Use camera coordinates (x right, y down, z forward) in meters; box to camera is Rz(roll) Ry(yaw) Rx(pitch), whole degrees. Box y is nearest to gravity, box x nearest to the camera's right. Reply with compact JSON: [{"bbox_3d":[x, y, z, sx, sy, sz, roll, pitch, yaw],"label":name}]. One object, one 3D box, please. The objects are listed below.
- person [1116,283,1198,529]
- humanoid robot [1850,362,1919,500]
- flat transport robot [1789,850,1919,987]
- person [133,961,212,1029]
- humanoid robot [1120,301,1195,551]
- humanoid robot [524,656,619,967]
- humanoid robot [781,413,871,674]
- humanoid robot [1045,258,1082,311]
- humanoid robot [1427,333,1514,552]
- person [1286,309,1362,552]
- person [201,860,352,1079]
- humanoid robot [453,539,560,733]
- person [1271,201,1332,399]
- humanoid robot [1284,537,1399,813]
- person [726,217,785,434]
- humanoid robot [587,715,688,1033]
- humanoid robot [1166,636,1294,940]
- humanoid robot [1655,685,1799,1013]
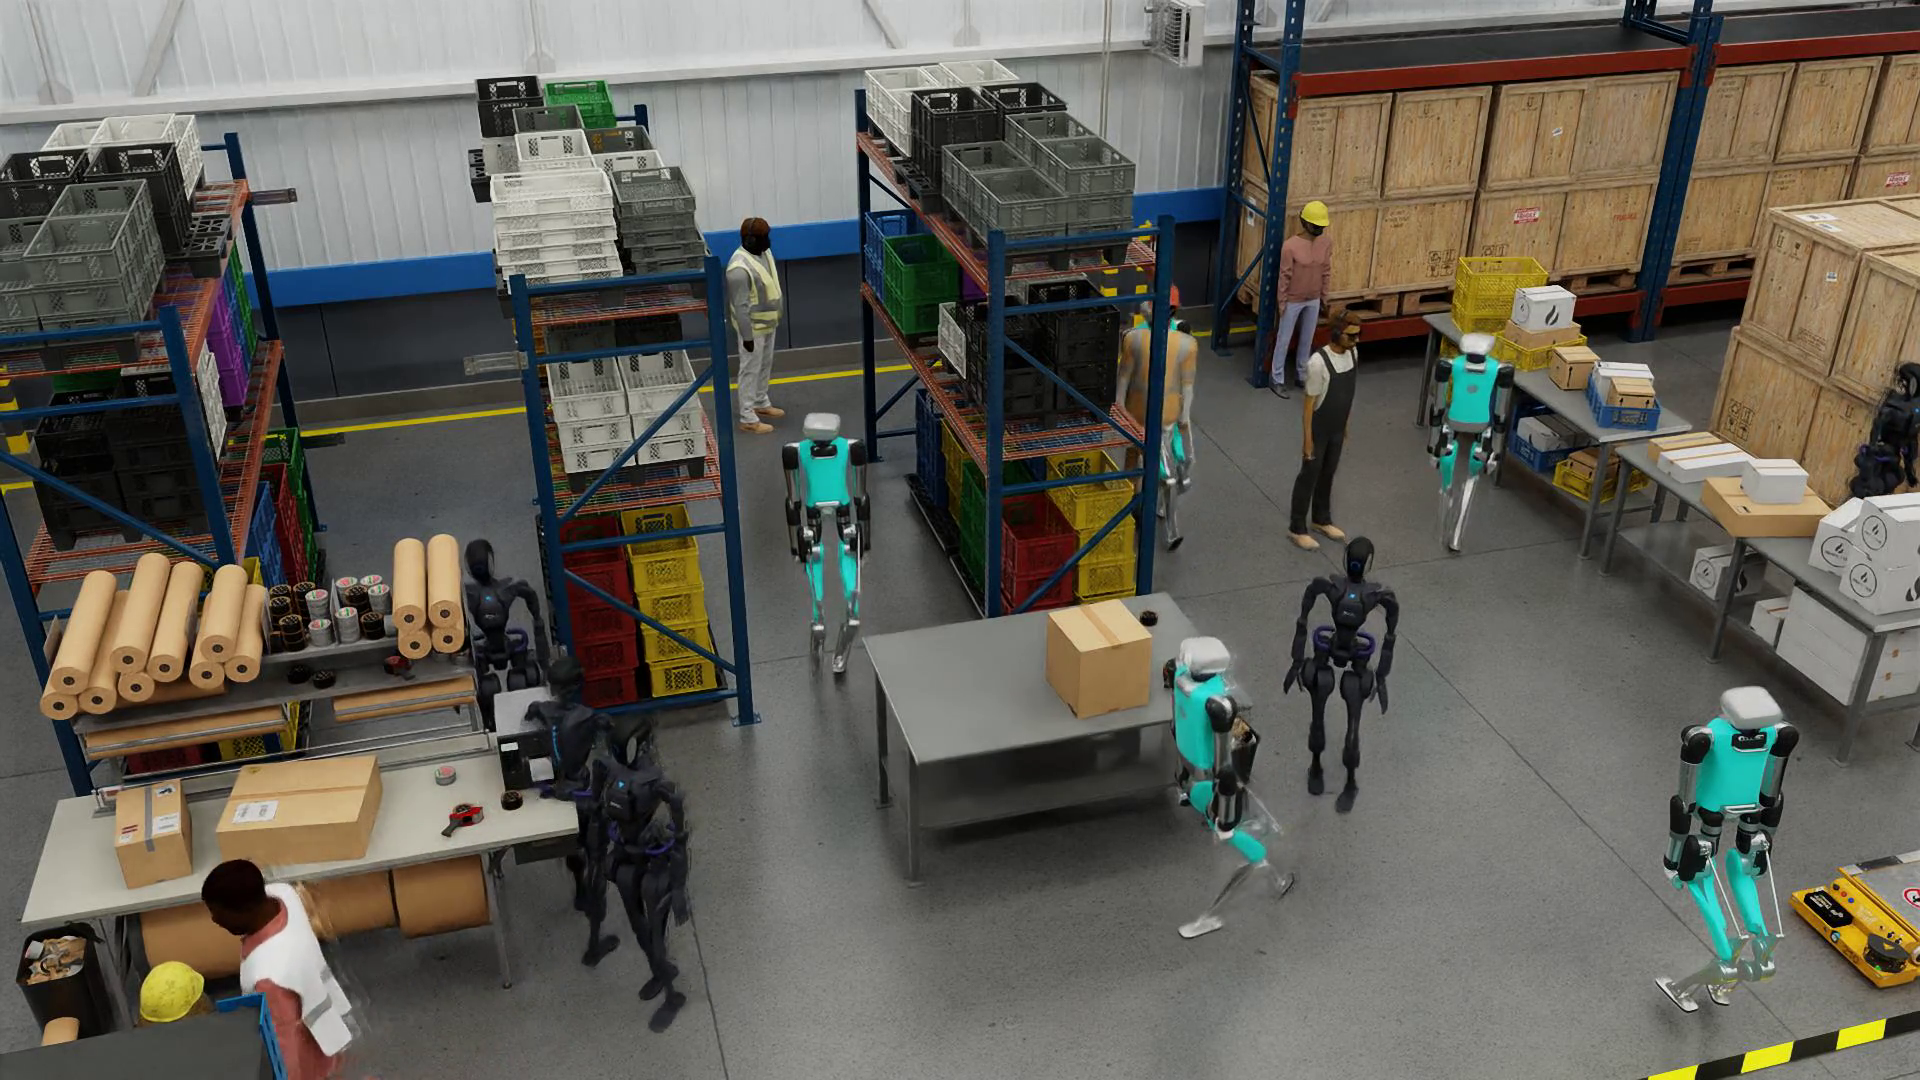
[{"bbox_3d":[1.421,-0.950,12.196,0.582,1.898,0.534,3,29,6],"label":"person"},{"bbox_3d":[6.428,-0.473,11.562,0.605,1.650,0.361,-15,32,-26],"label":"humanoid robot"},{"bbox_3d":[5.163,1.916,8.676,1.431,0.231,0.659,-8,30,-14],"label":"flat transport robot"},{"bbox_3d":[-2.877,2.315,6.417,0.491,1.743,0.295,-2,29,-4],"label":"person"},{"bbox_3d":[1.530,-0.775,12.101,0.567,1.822,0.895,-9,30,-15],"label":"humanoid robot"},{"bbox_3d":[-1.904,1.312,8.322,0.587,1.641,0.576,8,30,14],"label":"humanoid robot"},{"bbox_3d":[-0.814,0.122,10.434,0.542,1.793,0.832,-3,29,-5],"label":"humanoid robot"},{"bbox_3d":[0.593,-1.755,13.867,0.846,1.785,0.546,25,37,37],"label":"humanoid robot"},{"bbox_3d":[3.622,-0.665,11.959,0.547,1.894,0.712,9,30,16],"label":"humanoid robot"},{"bbox_3d":[2.629,-0.794,11.977,0.533,1.839,0.333,-22,36,-34],"label":"person"},{"bbox_3d":[-2.643,2.027,6.796,0.514,1.888,0.640,-9,30,-17],"label":"person"},{"bbox_3d":[-2.600,0.704,9.447,0.604,1.636,0.675,-9,30,-16],"label":"humanoid robot"},{"bbox_3d":[2.976,-2.080,14.401,0.523,1.761,0.336,-12,31,-21],"label":"person"},{"bbox_3d":[2.128,0.742,9.341,0.594,1.645,0.400,8,30,14],"label":"humanoid robot"},{"bbox_3d":[-1.673,-1.787,13.797,0.430,1.833,0.619,8,30,13],"label":"person"},{"bbox_3d":[-1.520,1.553,7.866,0.600,1.650,0.428,14,32,24],"label":"humanoid robot"},{"bbox_3d":[1.463,1.251,8.421,0.869,1.832,0.561,-11,31,-19],"label":"humanoid robot"},{"bbox_3d":[3.604,1.539,7.693,0.533,1.681,0.735,-3,29,-5],"label":"humanoid robot"}]
